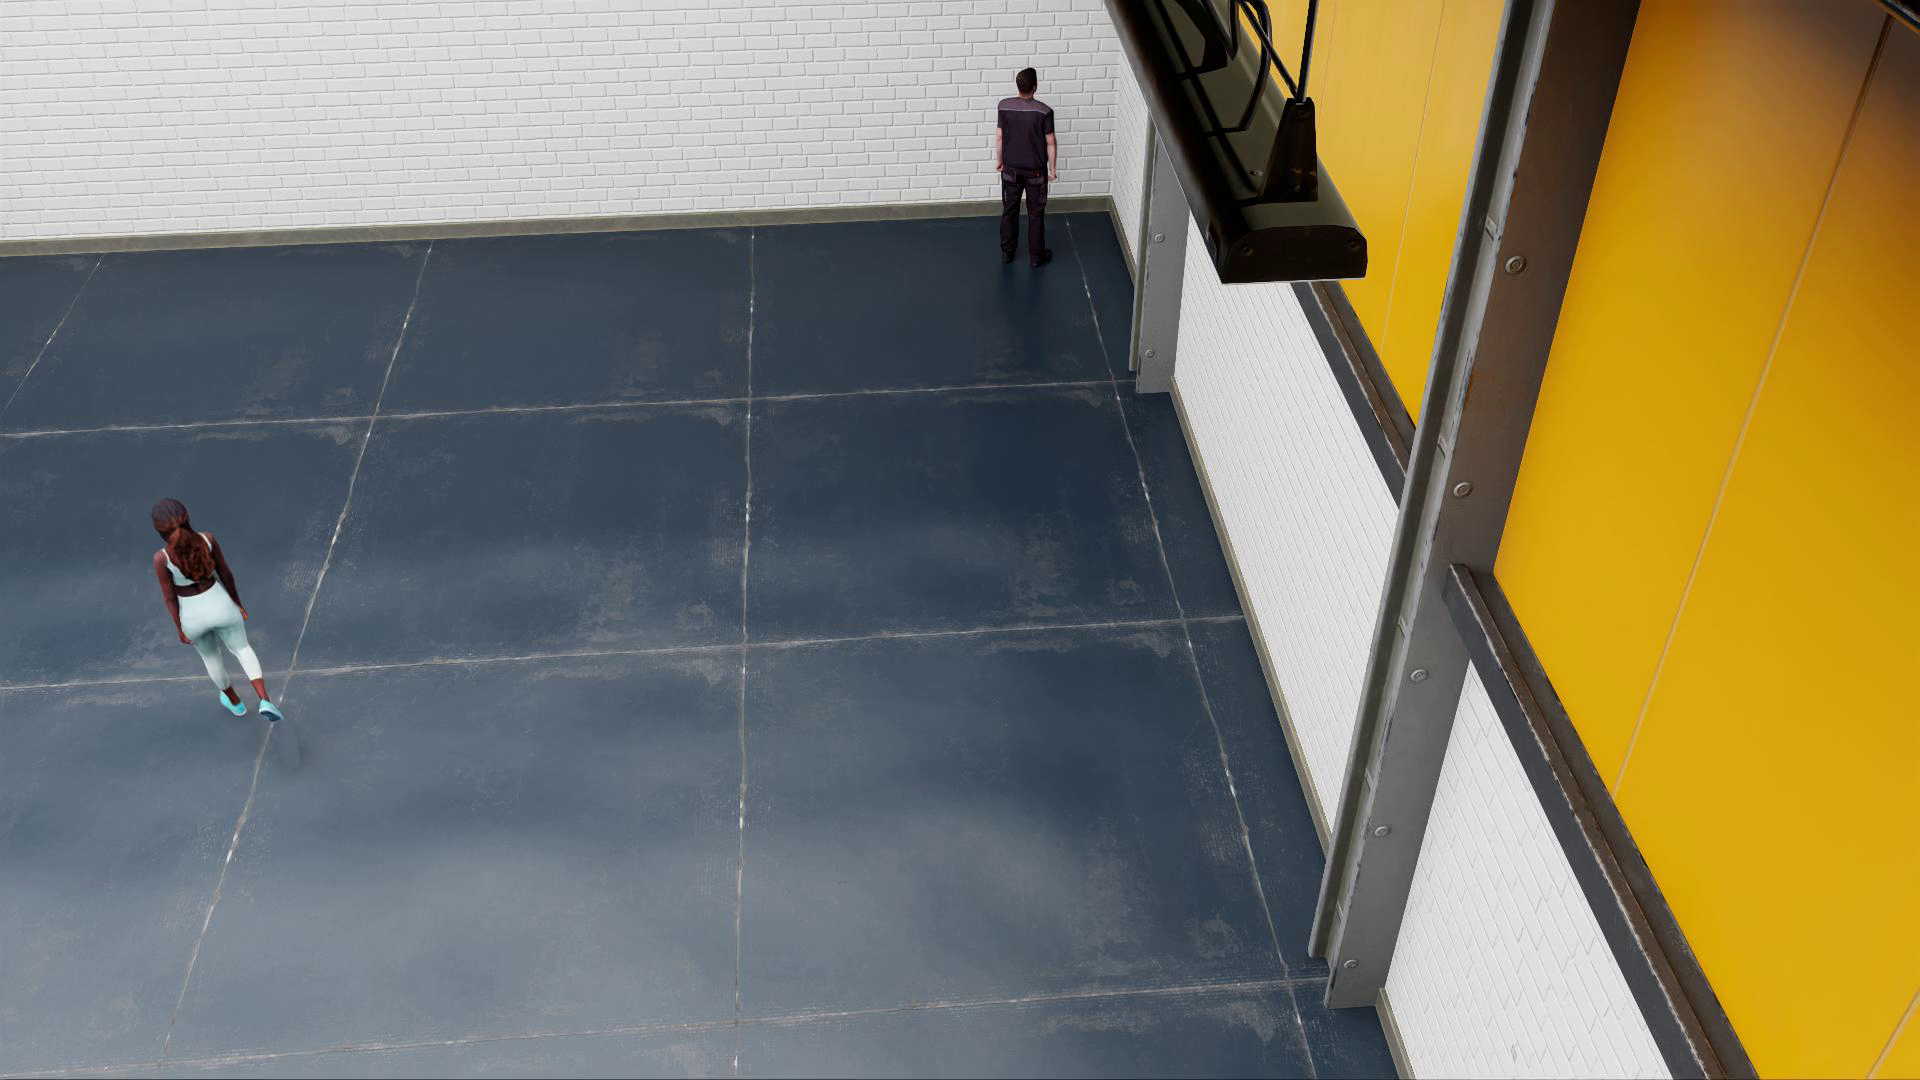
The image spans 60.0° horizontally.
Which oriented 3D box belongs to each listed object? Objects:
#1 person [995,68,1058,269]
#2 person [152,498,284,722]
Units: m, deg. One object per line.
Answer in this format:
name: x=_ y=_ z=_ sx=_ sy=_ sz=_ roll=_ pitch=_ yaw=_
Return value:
person: x=0.578 y=-3.310 z=14.781 sx=0.807 sy=1.846 sz=0.765 roll=13 pitch=40 yaw=16
person: x=-4.538 y=0.501 z=10.118 sx=0.884 sy=1.710 sz=1.000 roll=-30 pitch=47 yaw=-32
